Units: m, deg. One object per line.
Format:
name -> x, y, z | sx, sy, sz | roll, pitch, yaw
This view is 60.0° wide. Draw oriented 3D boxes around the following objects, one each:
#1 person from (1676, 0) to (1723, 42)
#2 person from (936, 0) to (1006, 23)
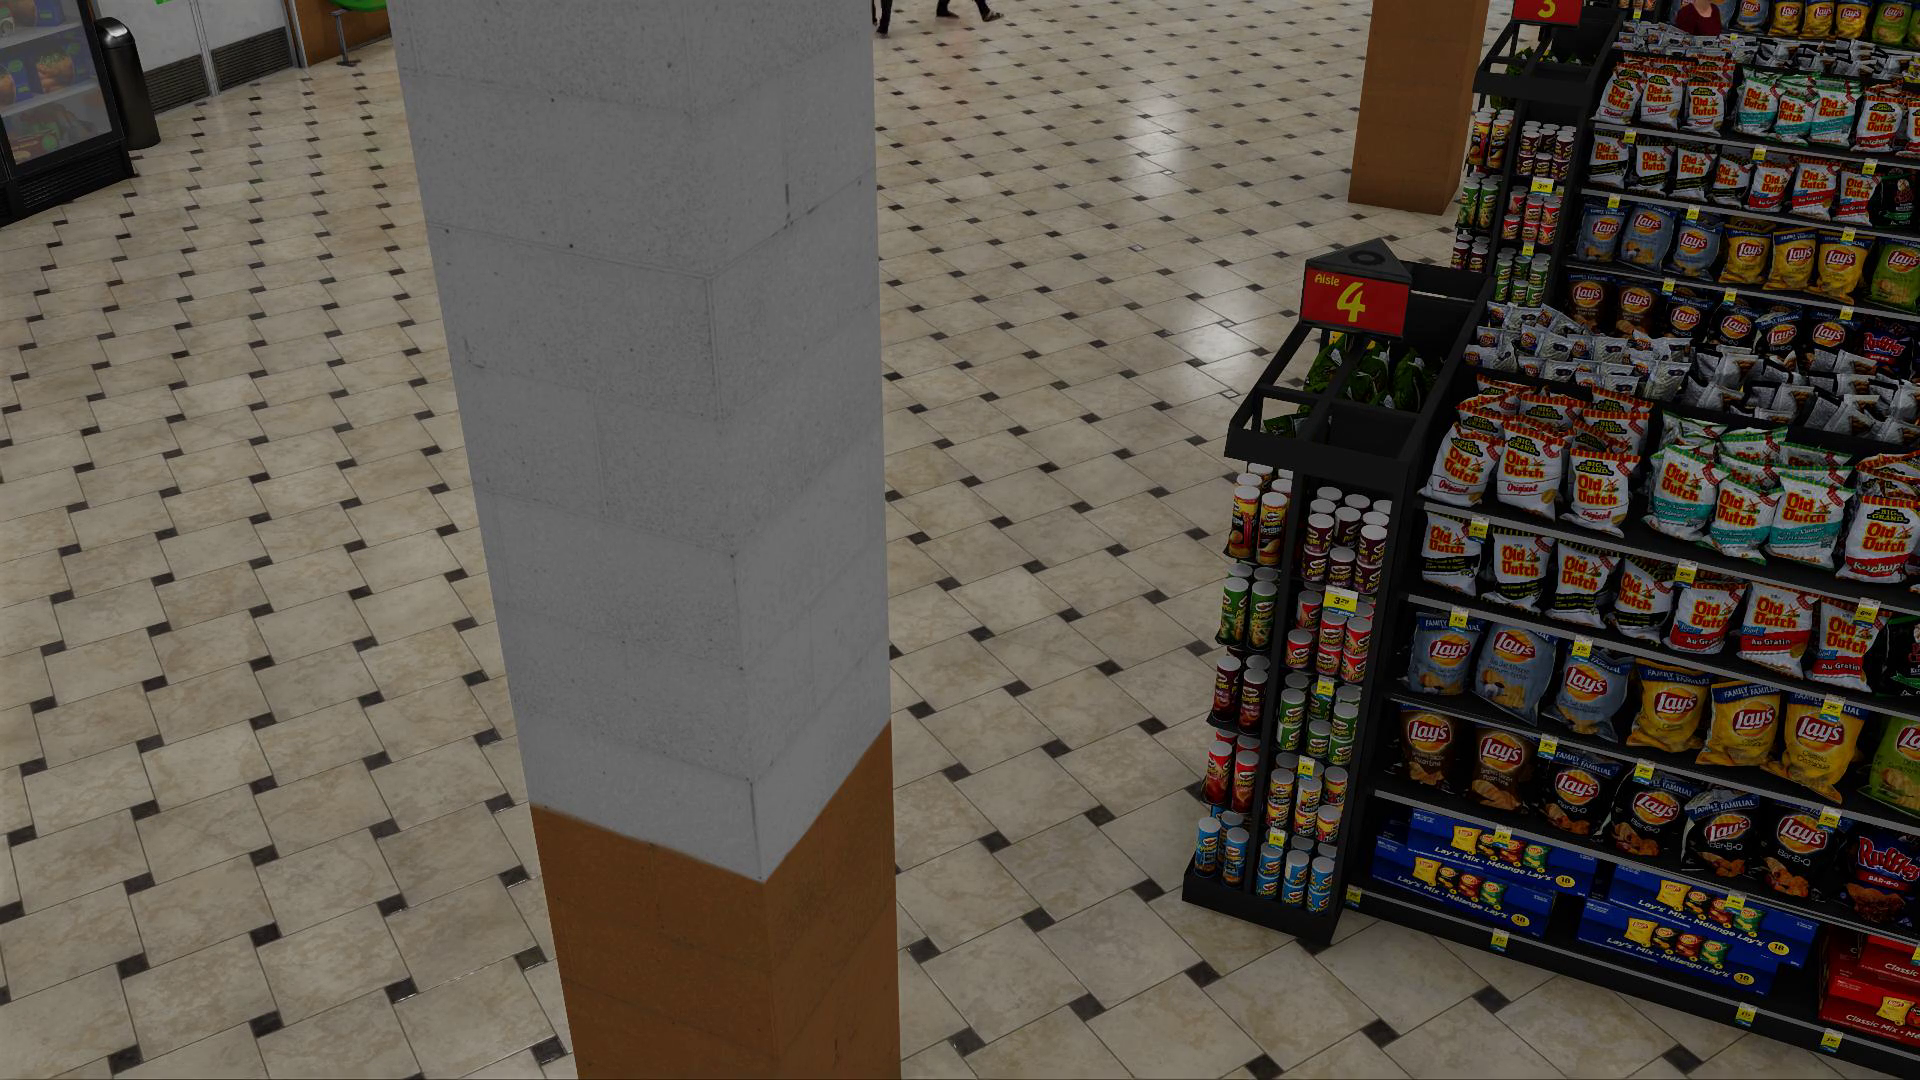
person -> 5.209, -3.262, 11.930 | 0.683, 1.698, 0.657 | -23, 39, -32
person -> -0.013, -5.694, 16.236 | 0.974, 1.278, 0.758 | 1, 32, 1
